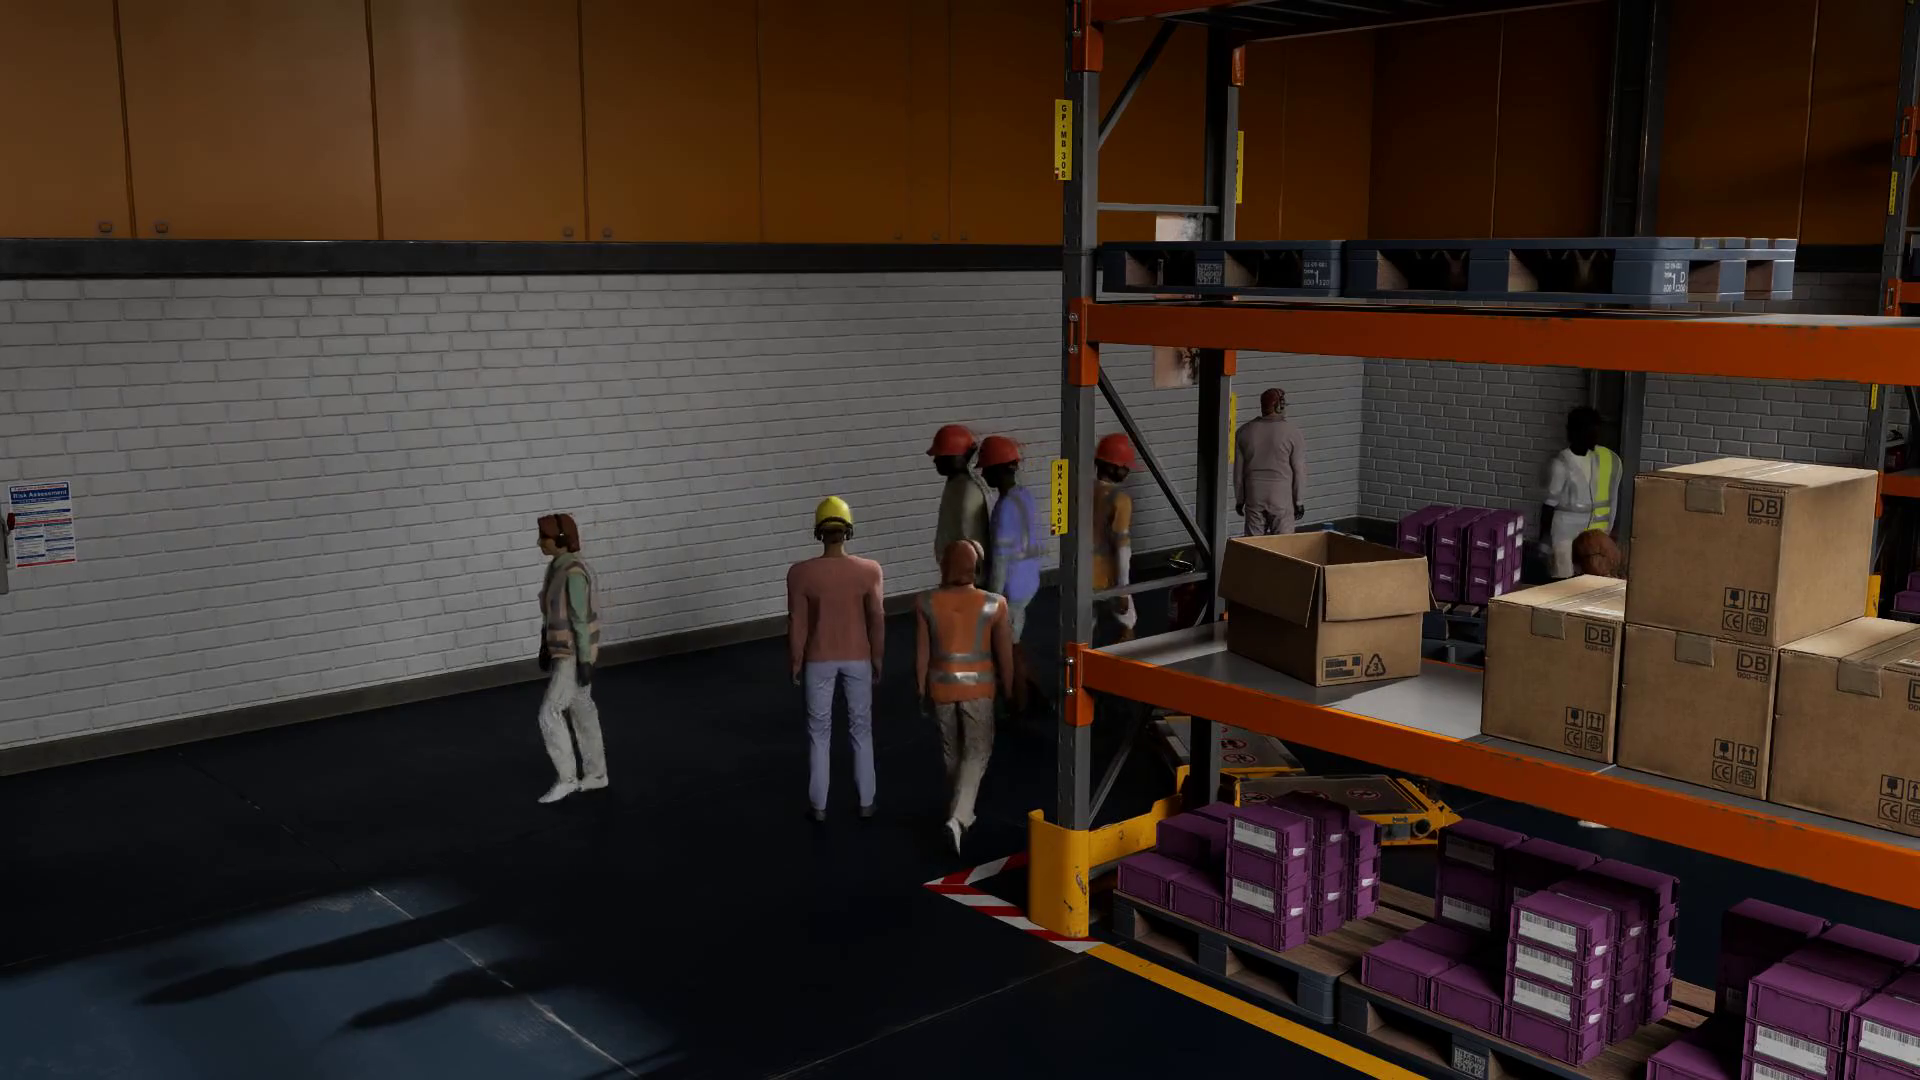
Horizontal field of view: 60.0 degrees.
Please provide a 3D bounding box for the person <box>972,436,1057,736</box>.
[{"bbox_3d":[0.300,0.299,10.492,0.460,1.914,0.561,1,10,8],"label":"person"}]

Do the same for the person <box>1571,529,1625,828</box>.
[{"bbox_3d":[3.387,0.742,8.796,0.391,1.611,0.507,-1,10,-5],"label":"person"}]

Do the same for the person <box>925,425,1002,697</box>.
[{"bbox_3d":[0.001,0.242,10.642,0.467,1.973,0.634,-2,10,-11],"label":"person"}]

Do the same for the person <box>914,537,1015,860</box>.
[{"bbox_3d":[0.003,0.793,8.494,0.523,1.610,0.751,3,10,17],"label":"person"}]

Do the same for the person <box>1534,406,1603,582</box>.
[{"bbox_3d":[4.552,-0.066,12.575,0.638,1.935,0.623,-8,12,-38],"label":"person"}]

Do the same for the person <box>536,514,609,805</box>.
[{"bbox_3d":[-2.224,0.657,9.259,0.567,1.617,0.541,-5,11,-25],"label":"person"}]

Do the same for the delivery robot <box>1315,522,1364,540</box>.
[{"bbox_3d":[3.412,0.078,15.490,0.707,0.478,0.477,-6,11,-30],"label":"delivery robot"}]

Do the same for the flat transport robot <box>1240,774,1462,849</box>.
[{"bbox_3d":[1.894,1.426,8.701,1.431,0.197,0.652,-1,10,-5],"label":"flat transport robot"}]

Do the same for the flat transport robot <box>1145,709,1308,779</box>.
[{"bbox_3d":[1.531,1.257,9.696,0.652,0.197,1.431,-1,10,-4],"label":"flat transport robot"}]

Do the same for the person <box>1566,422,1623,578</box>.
[{"bbox_3d":[4.745,-0.055,12.796,0.625,1.840,0.430,-3,10,-17],"label":"person"}]

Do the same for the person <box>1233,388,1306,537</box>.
[{"bbox_3d":[2.689,-0.359,14.389,0.637,1.904,0.403,6,11,30],"label":"person"}]

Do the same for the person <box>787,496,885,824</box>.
[{"bbox_3d":[-0.664,0.645,8.923,0.531,1.764,0.327,-1,10,-8],"label":"person"}]

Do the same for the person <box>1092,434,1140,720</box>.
[{"bbox_3d":[0.952,0.256,10.803,0.542,1.904,0.509,9,13,41],"label":"person"}]
